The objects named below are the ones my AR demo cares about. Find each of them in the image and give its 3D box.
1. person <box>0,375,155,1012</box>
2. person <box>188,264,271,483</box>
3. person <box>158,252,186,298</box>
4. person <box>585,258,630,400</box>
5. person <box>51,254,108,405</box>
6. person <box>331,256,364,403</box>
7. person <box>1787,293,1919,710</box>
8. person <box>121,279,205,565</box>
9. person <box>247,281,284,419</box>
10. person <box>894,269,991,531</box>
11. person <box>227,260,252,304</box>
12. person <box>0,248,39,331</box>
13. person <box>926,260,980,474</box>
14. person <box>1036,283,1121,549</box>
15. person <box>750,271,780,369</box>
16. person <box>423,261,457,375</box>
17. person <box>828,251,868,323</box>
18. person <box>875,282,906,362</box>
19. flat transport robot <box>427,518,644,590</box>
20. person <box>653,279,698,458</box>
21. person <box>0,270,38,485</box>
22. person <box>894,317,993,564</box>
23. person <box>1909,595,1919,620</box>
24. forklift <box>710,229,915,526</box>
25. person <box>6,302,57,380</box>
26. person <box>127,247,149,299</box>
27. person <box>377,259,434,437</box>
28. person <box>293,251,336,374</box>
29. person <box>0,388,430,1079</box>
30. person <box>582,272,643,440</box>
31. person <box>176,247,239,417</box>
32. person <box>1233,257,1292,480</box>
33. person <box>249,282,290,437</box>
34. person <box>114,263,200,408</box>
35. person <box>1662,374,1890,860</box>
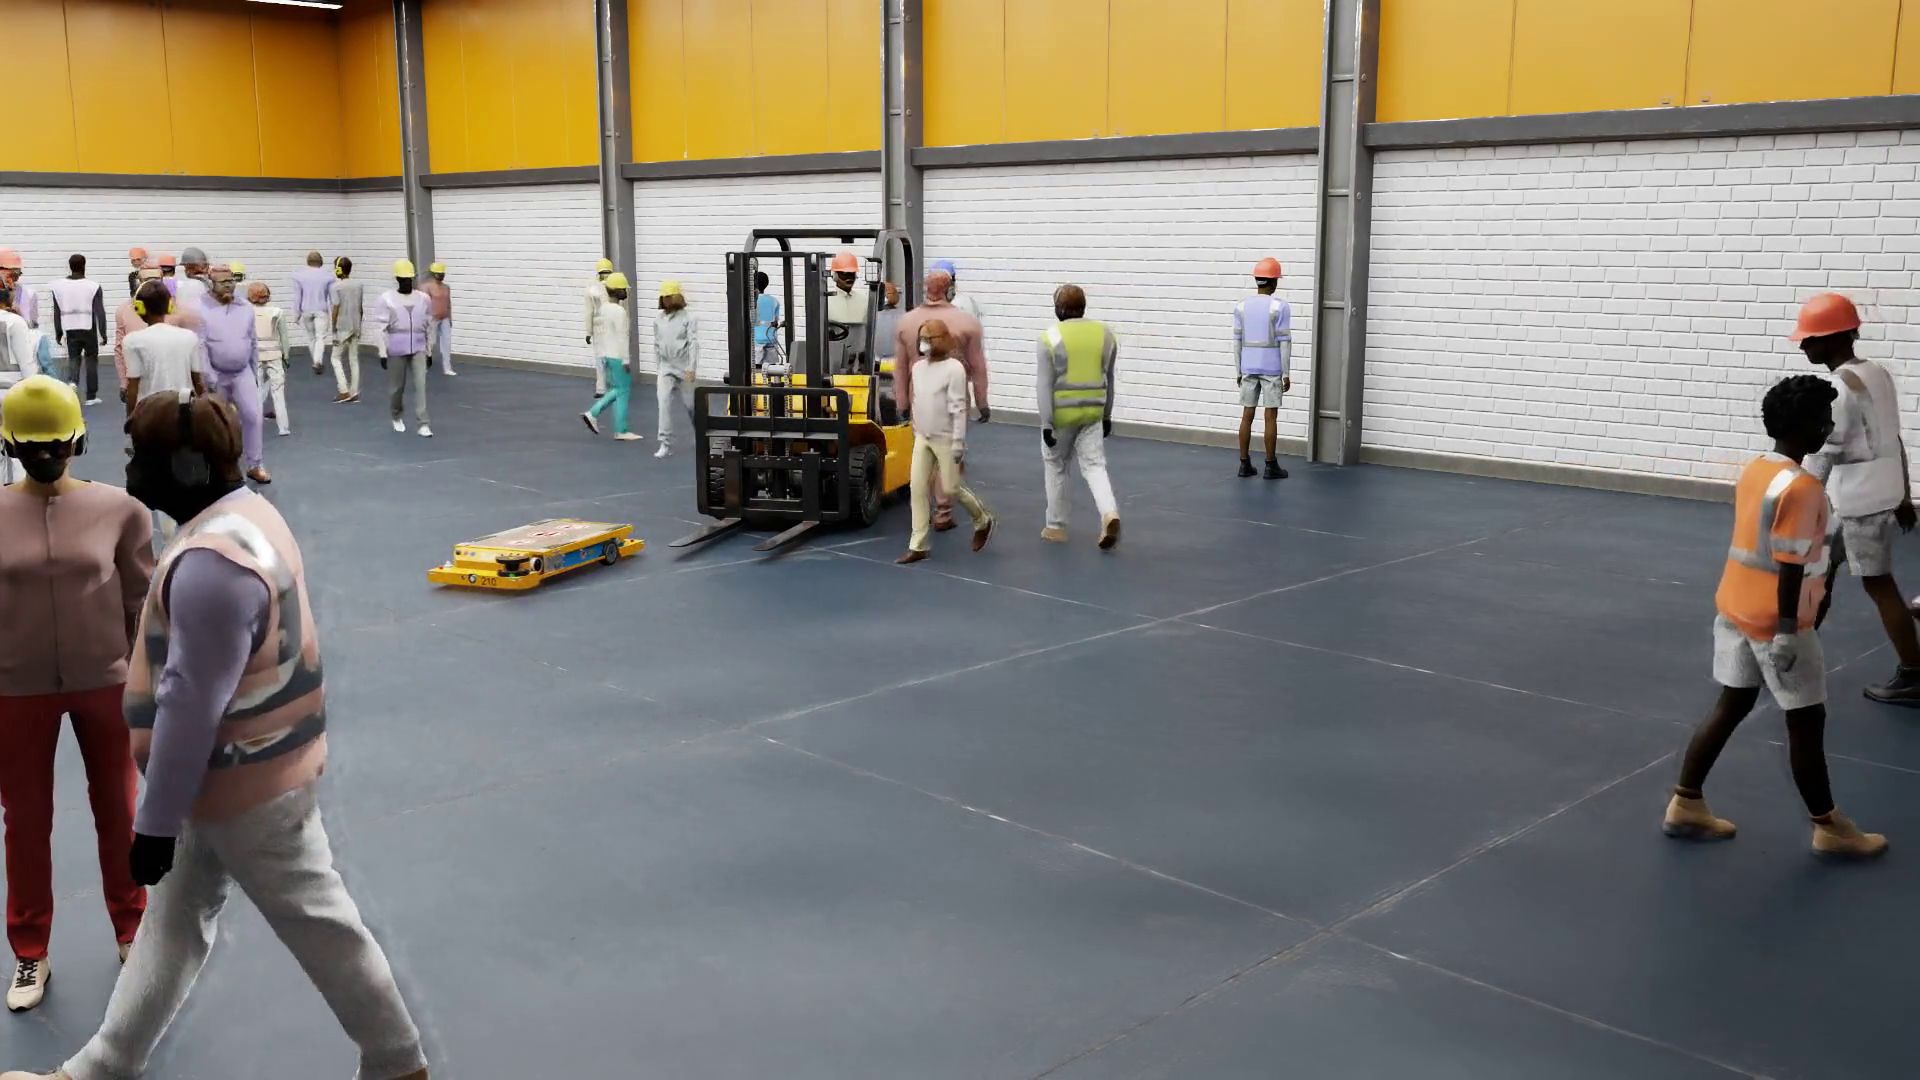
[{"bbox_3d":[-2.494,0.418,4.641,0.524,1.760,0.326,-6,12,-31],"label":"person"},{"bbox_3d":[-6.216,-1.394,14.172,0.677,1.881,0.644,10,14,43],"label":"person"},{"bbox_3d":[-10.408,-2.825,21.930,0.550,1.916,0.805,-2,11,-11],"label":"person"},{"bbox_3d":[-4.576,-2.722,21.554,0.591,1.833,0.403,-6,12,-30],"label":"person"},{"bbox_3d":[-11.043,-2.633,20.883,0.610,1.899,0.490,-2,11,-9],"label":"person"},{"bbox_3d":[-7.818,-2.670,21.187,0.398,1.864,0.544,6,12,31],"label":"person"},{"bbox_3d":[4.043,-0.181,7.610,0.963,1.859,0.554,9,14,39],"label":"person"},{"bbox_3d":[-5.070,-0.727,10.629,0.443,1.853,0.534,6,12,31],"label":"person"},{"bbox_3d":[-8.039,-2.168,19.126,0.509,1.613,0.609,1,10,5],"label":"person"},{"bbox_3d":[-0.113,-1.006,12.035,0.645,1.891,0.447,5,11,23],"label":"person"},{"bbox_3d":[-9.126,-2.614,21.024,0.614,1.812,0.560,-8,13,-38],"label":"person"},{"bbox_3d":[-9.597,-1.928,16.775,0.982,2.012,0.621,6,12,30],"label":"person"},{"bbox_3d":[-0.136,-1.556,14.980,0.648,1.906,0.615,10,14,43],"label":"person"},{"bbox_3d":[0.806,-0.836,11.354,0.627,1.817,0.855,-4,11,-21],"label":"person"},{"bbox_3d":[-2.409,-2.412,20.231,0.322,1.697,0.535,10,14,42],"label":"person"},{"bbox_3d":[-8.056,-3.392,25.463,0.696,1.746,0.543,7,12,33],"label":"person"},{"bbox_3d":[-1.015,-1.535,14.640,0.614,1.993,0.395,-8,13,-38],"label":"person"},{"bbox_3d":[-0.771,-1.931,17.784,0.497,1.633,0.284,5,11,24],"label":"person"},{"bbox_3d":[-2.670,0.069,10.599,0.652,0.197,1.431,4,11,20],"label":"flat transport robot"},{"bbox_3d":[-2.751,-1.689,16.249,0.487,1.715,0.768,2,11,12],"label":"person"},{"bbox_3d":[-6.921,-1.012,12.097,0.575,1.883,0.355,3,11,17],"label":"person"},{"bbox_3d":[-0.101,-0.659,10.921,0.724,1.608,0.508,-10,14,-43],"label":"person"},{"bbox_3d":[5.571,-0.383,8.722,0.963,1.868,0.656,1,10,3],"label":"person"},{"bbox_3d":[-1.050,-1.319,12.920,1.214,2.155,2.313,2,11,13],"label":"forklift"},{"bbox_3d":[-7.597,-1.147,13.535,0.547,1.620,0.567,-3,11,-14],"label":"person"},{"bbox_3d":[-12.405,-3.497,25.438,0.621,1.961,0.936,4,11,21],"label":"person"},{"bbox_3d":[-5.956,-2.066,17.851,0.603,1.884,0.974,-7,13,-34],"label":"person"},{"bbox_3d":[-9.969,-3.513,25.729,0.643,1.901,0.921,-2,11,-9],"label":"person"},{"bbox_3d":[-1.746,0.547,3.856,0.999,1.786,0.649,-4,11,-20],"label":"person"},{"bbox_3d":[-3.606,-1.891,17.249,0.505,1.753,0.530,-5,12,-26],"label":"person"},{"bbox_3d":[-8.221,-2.203,18.157,0.744,2.000,0.696,1,10,5],"label":"person"},{"bbox_3d":[2.664,-1.499,14.598,0.547,1.938,0.359,8,13,37],"label":"person"},{"bbox_3d":[-7.371,-1.902,17.611,0.525,1.639,0.307,-4,11,-22],"label":"person"},{"bbox_3d":[-6.517,-1.282,13.532,0.661,1.906,0.402,-2,11,-10],"label":"person"},{"bbox_3d":[2.838,0.262,5.727,0.716,1.667,0.547,1,10,4],"label":"person"}]
